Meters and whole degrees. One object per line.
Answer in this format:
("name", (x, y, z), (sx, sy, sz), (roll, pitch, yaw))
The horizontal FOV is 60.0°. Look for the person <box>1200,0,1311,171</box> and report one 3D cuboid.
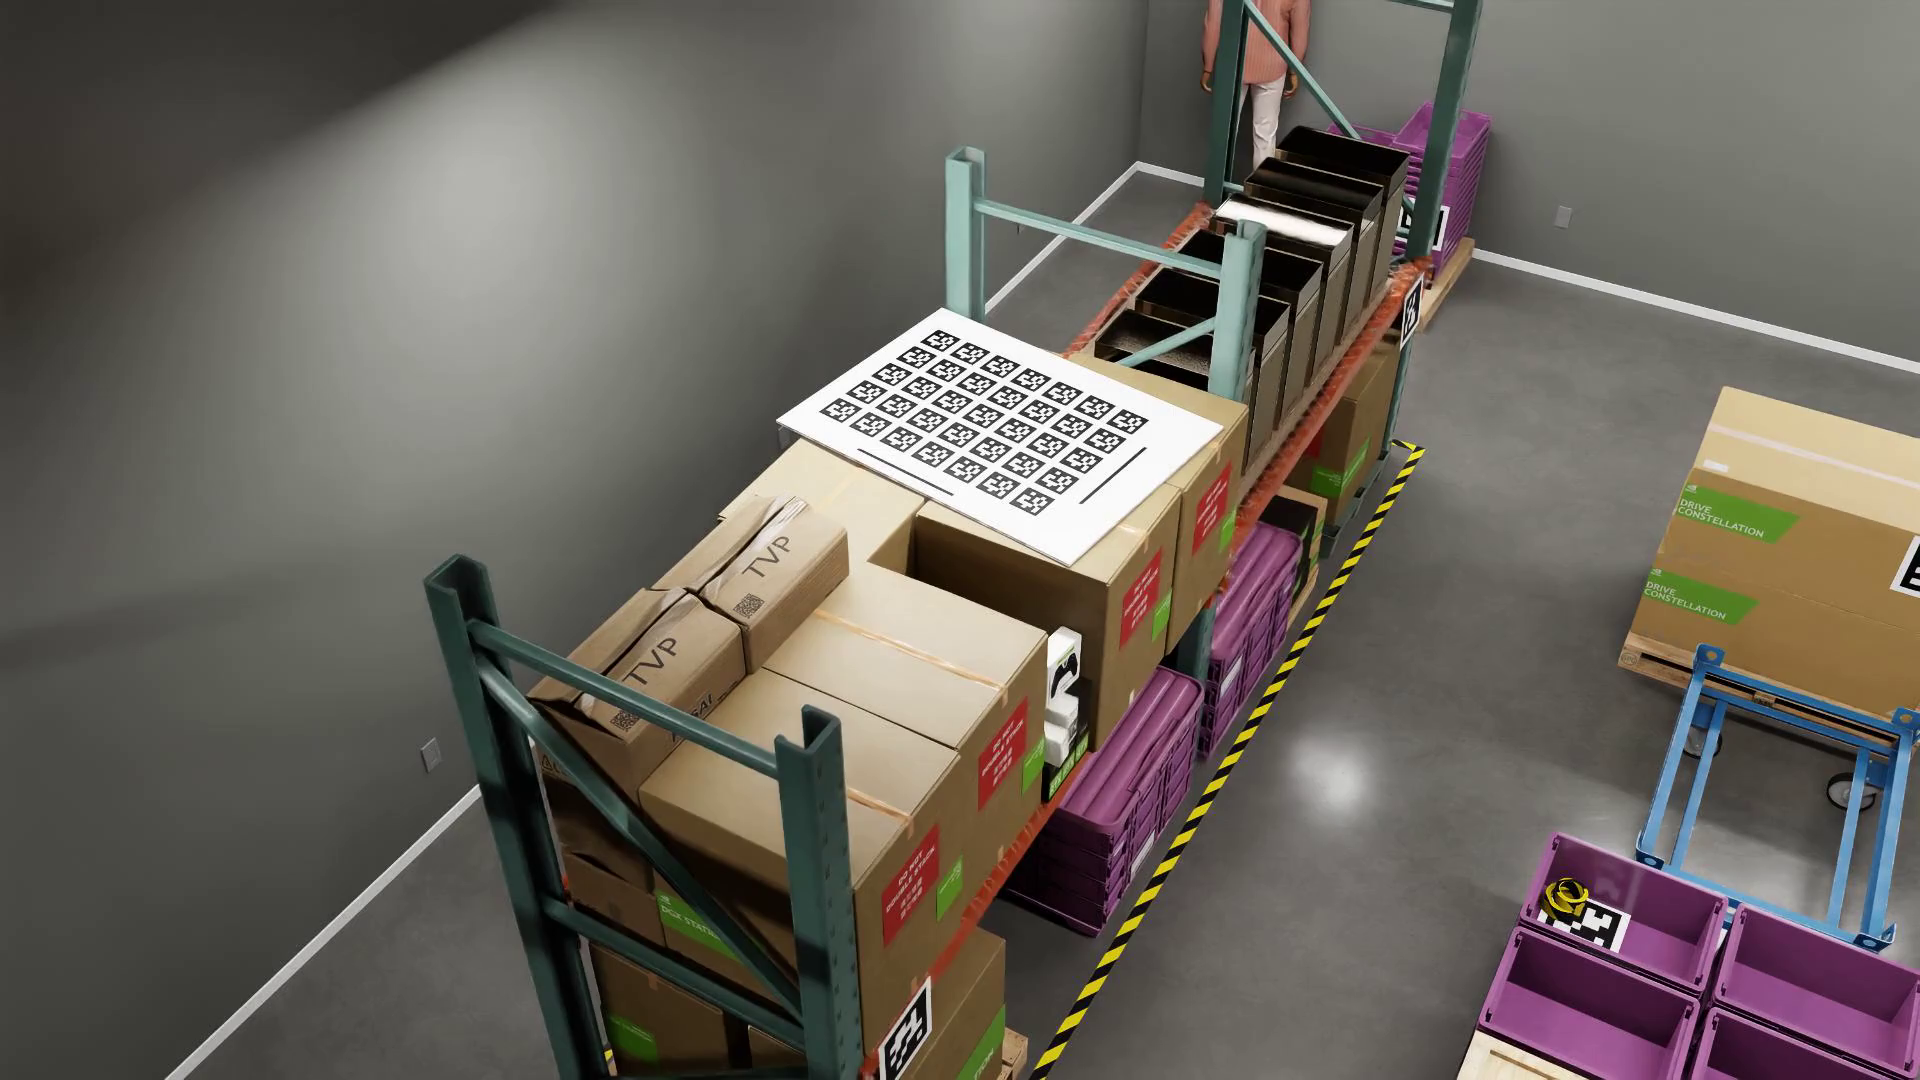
("person", (1.743, -2.832, 9.929), (0.621, 1.994, 0.381), (4, 40, 5))
